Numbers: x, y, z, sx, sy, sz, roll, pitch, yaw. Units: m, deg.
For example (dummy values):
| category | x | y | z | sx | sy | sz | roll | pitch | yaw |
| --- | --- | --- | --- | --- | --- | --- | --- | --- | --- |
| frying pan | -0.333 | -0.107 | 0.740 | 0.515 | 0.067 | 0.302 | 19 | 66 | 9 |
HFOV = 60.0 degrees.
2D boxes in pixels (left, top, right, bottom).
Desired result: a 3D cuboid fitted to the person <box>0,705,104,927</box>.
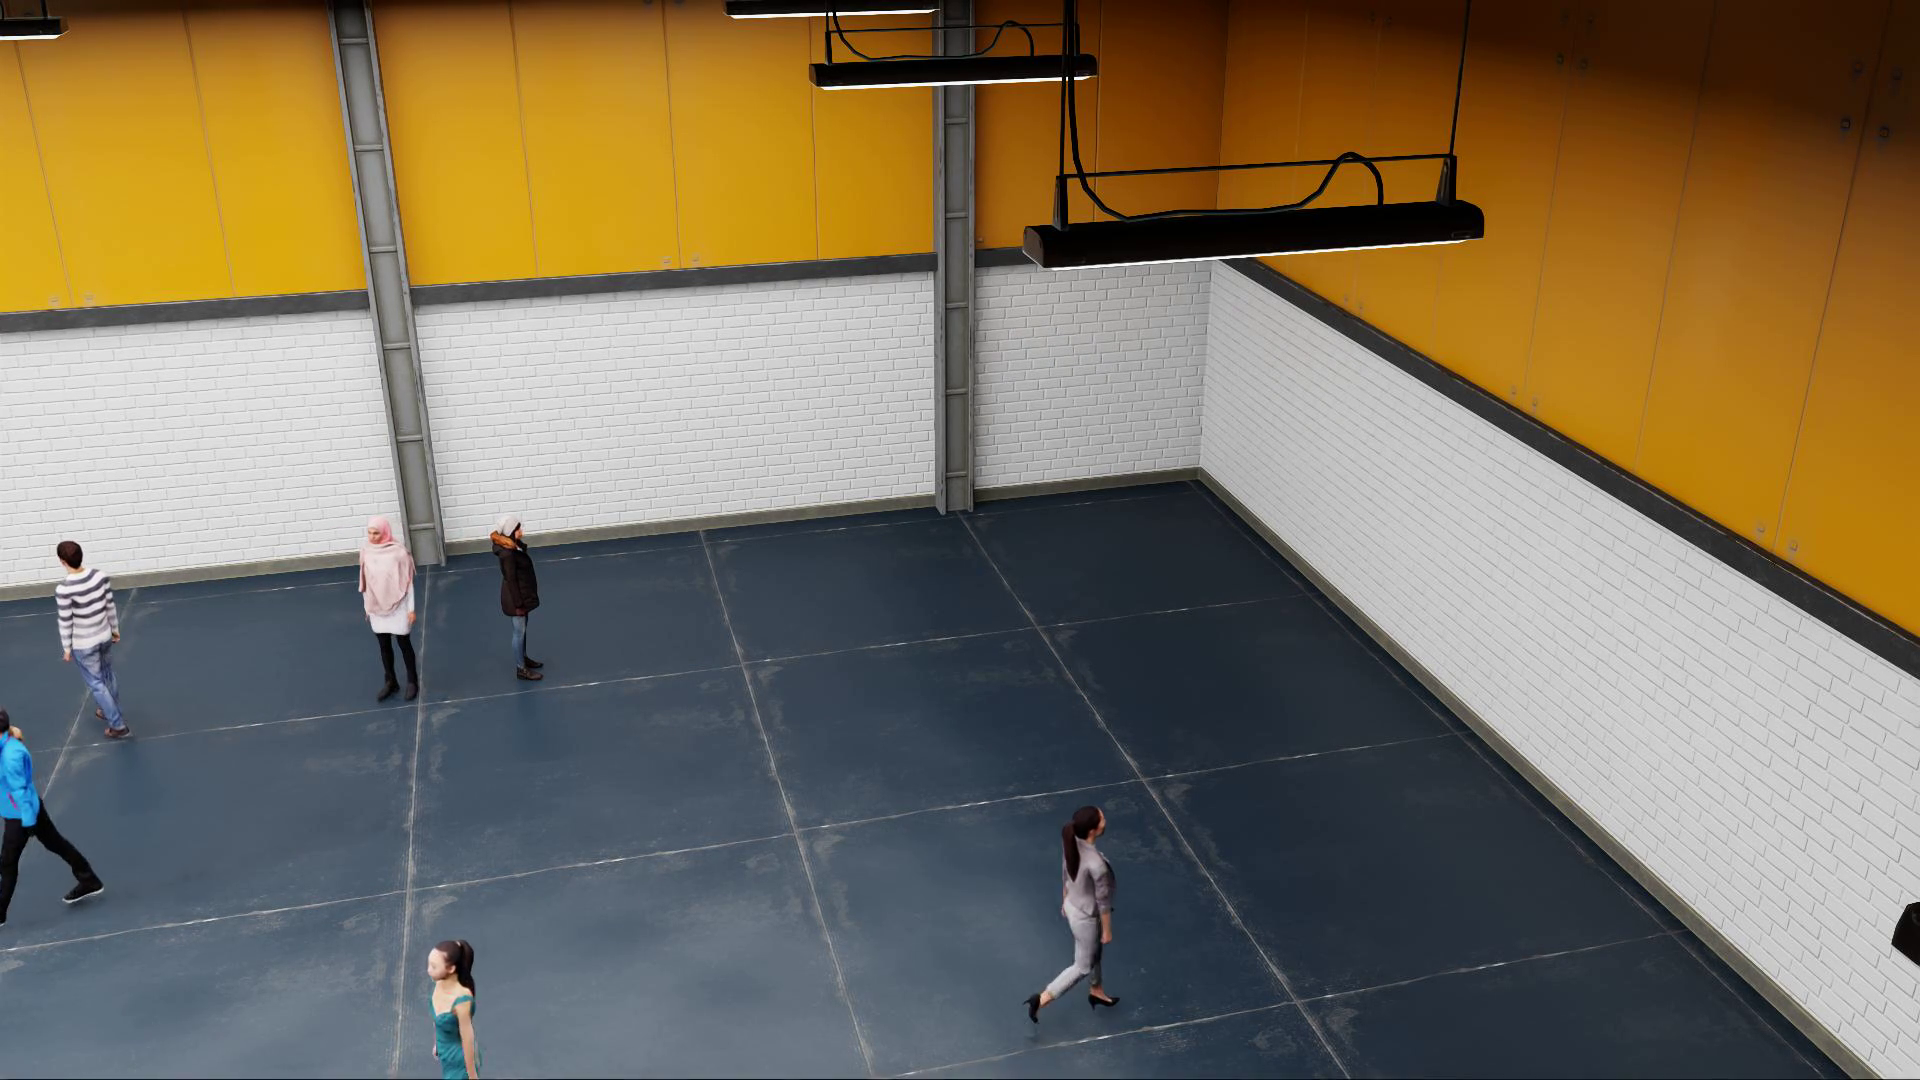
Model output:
| category | x | y | z | sx | sy | sz | roll | pitch | yaw |
| --- | --- | --- | --- | --- | --- | --- | --- | --- | --- |
| person | -6.749 | 1.978 | 12.158 | 1.235 | 1.747 | 0.898 | -15 | 28 | -31 |

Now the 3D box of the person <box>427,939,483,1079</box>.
| category | x | y | z | sx | sy | sz | roll | pitch | yaw |
| --- | --- | --- | --- | --- | --- | --- | --- | --- | --- |
| person | -2.884 | 3.042 | 9.824 | 1.015 | 1.666 | 0.781 | -17 | 29 | -34 |

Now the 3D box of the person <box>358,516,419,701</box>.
| category | x | y | z | sx | sy | sz | roll | pitch | yaw |
| --- | --- | --- | --- | --- | --- | --- | --- | --- | --- |
| person | -5.211 | 0.617 | 15.202 | 0.644 | 1.803 | 0.773 | 2 | 24 | 5 |

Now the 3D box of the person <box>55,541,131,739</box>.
| category | x | y | z | sx | sy | sz | roll | pitch | yaw |
| --- | --- | --- | --- | --- | --- | --- | --- | --- | --- |
| person | -7.567 | 0.879 | 14.554 | 1.011 | 1.842 | 0.939 | 11 | 26 | 23 |

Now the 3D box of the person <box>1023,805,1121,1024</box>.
| category | x | y | z | sx | sy | sz | roll | pitch | yaw |
| --- | --- | --- | --- | --- | --- | --- | --- | --- | --- |
| person | 0.765 | 2.528 | 11.013 | 1.028 | 1.657 | 0.698 | -10 | 26 | -22 |

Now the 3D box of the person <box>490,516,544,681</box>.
| category | x | y | z | sx | sy | sz | roll | pitch | yaw |
| --- | --- | --- | --- | --- | --- | --- | --- | --- | --- |
| person | -4.158 | 0.521 | 15.632 | 0.640 | 1.634 | 0.653 | -3 | 24 | -7 |
